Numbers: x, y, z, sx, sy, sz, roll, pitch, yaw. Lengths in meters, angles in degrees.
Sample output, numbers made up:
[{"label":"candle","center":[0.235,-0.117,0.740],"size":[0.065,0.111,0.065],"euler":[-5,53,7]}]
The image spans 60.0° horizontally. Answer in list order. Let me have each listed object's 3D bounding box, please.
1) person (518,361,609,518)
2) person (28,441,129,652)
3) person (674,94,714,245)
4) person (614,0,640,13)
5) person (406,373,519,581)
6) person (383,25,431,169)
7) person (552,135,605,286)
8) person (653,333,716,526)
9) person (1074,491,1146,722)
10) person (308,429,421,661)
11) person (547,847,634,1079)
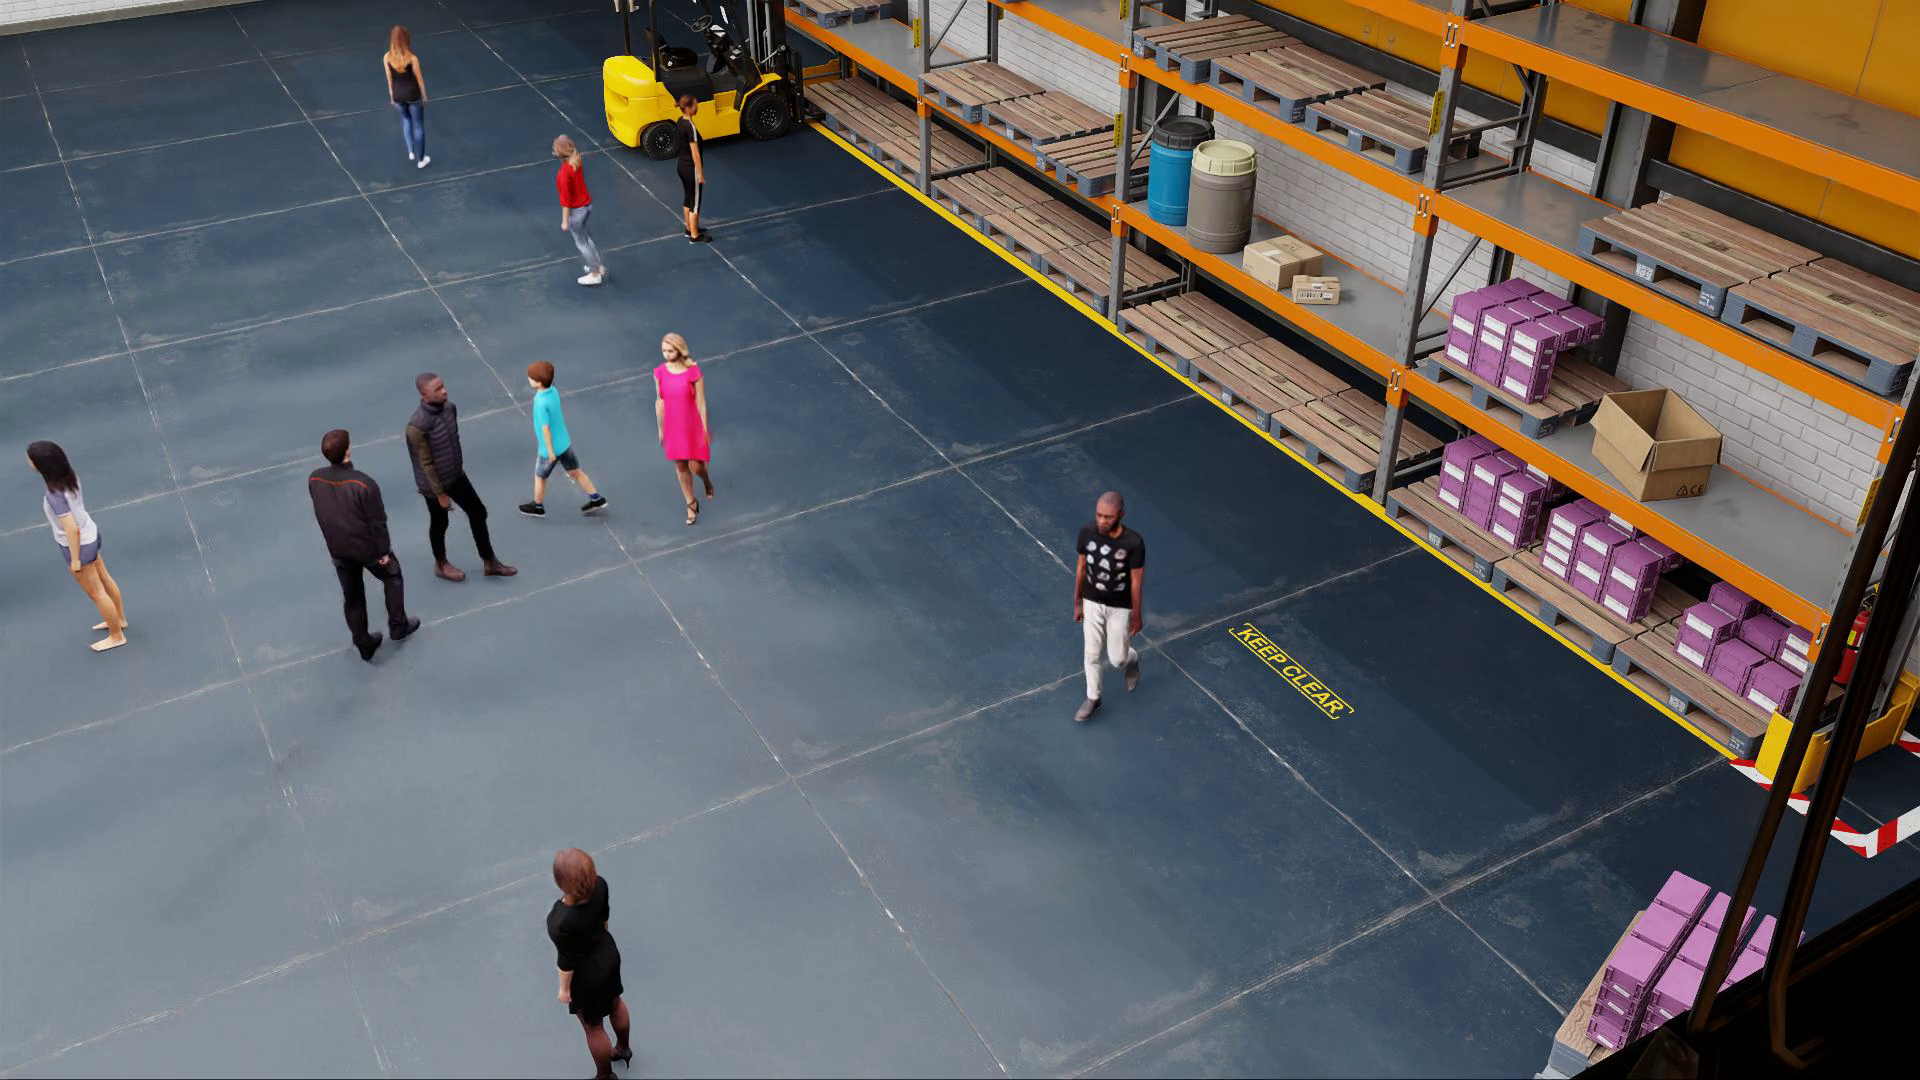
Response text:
[{"label":"person","center":[-3.249,-0.798,13.607],"size":[0.973,1.417,0.964],"euler":[5,34,7]},{"label":"person","center":[-6.393,0.022,12.089],"size":[0.696,1.731,0.542],"euler":[-8,34,-12]},{"label":"person","center":[-2.984,-4.105,18.357],"size":[0.653,1.667,0.462],"euler":[-16,37,-23]},{"label":"person","center":[-5.278,-9.035,25.794],"size":[0.619,1.644,0.652],"euler":[4,34,6]},{"label":"person","center":[-4.036,-0.466,12.747],"size":[1.068,1.816,0.984],"euler":[14,36,19]},{"label":"person","center":[-6.730,-5.341,20.178],"size":[0.702,1.709,0.753],"euler":[3,34,5]},{"label":"person","center":[-3.958,-3.426,17.318],"size":[0.823,1.686,0.699],"euler":[9,35,14]},{"label":"person","center":[-2.210,-0.949,13.561],"size":[0.821,1.719,0.885],"euler":[7,34,10]},{"label":"person","center":[1.063,0.414,11.448],"size":[0.964,1.788,0.981],"euler":[16,37,23]},{"label":"person","center":[-4.362,0.088,11.908],"size":[0.887,1.823,0.932],"euler":[3,34,5]},{"label":"person","center":[-1.939,2.257,8.749],"size":[0.684,1.706,0.655],"euler":[13,36,19]}]
